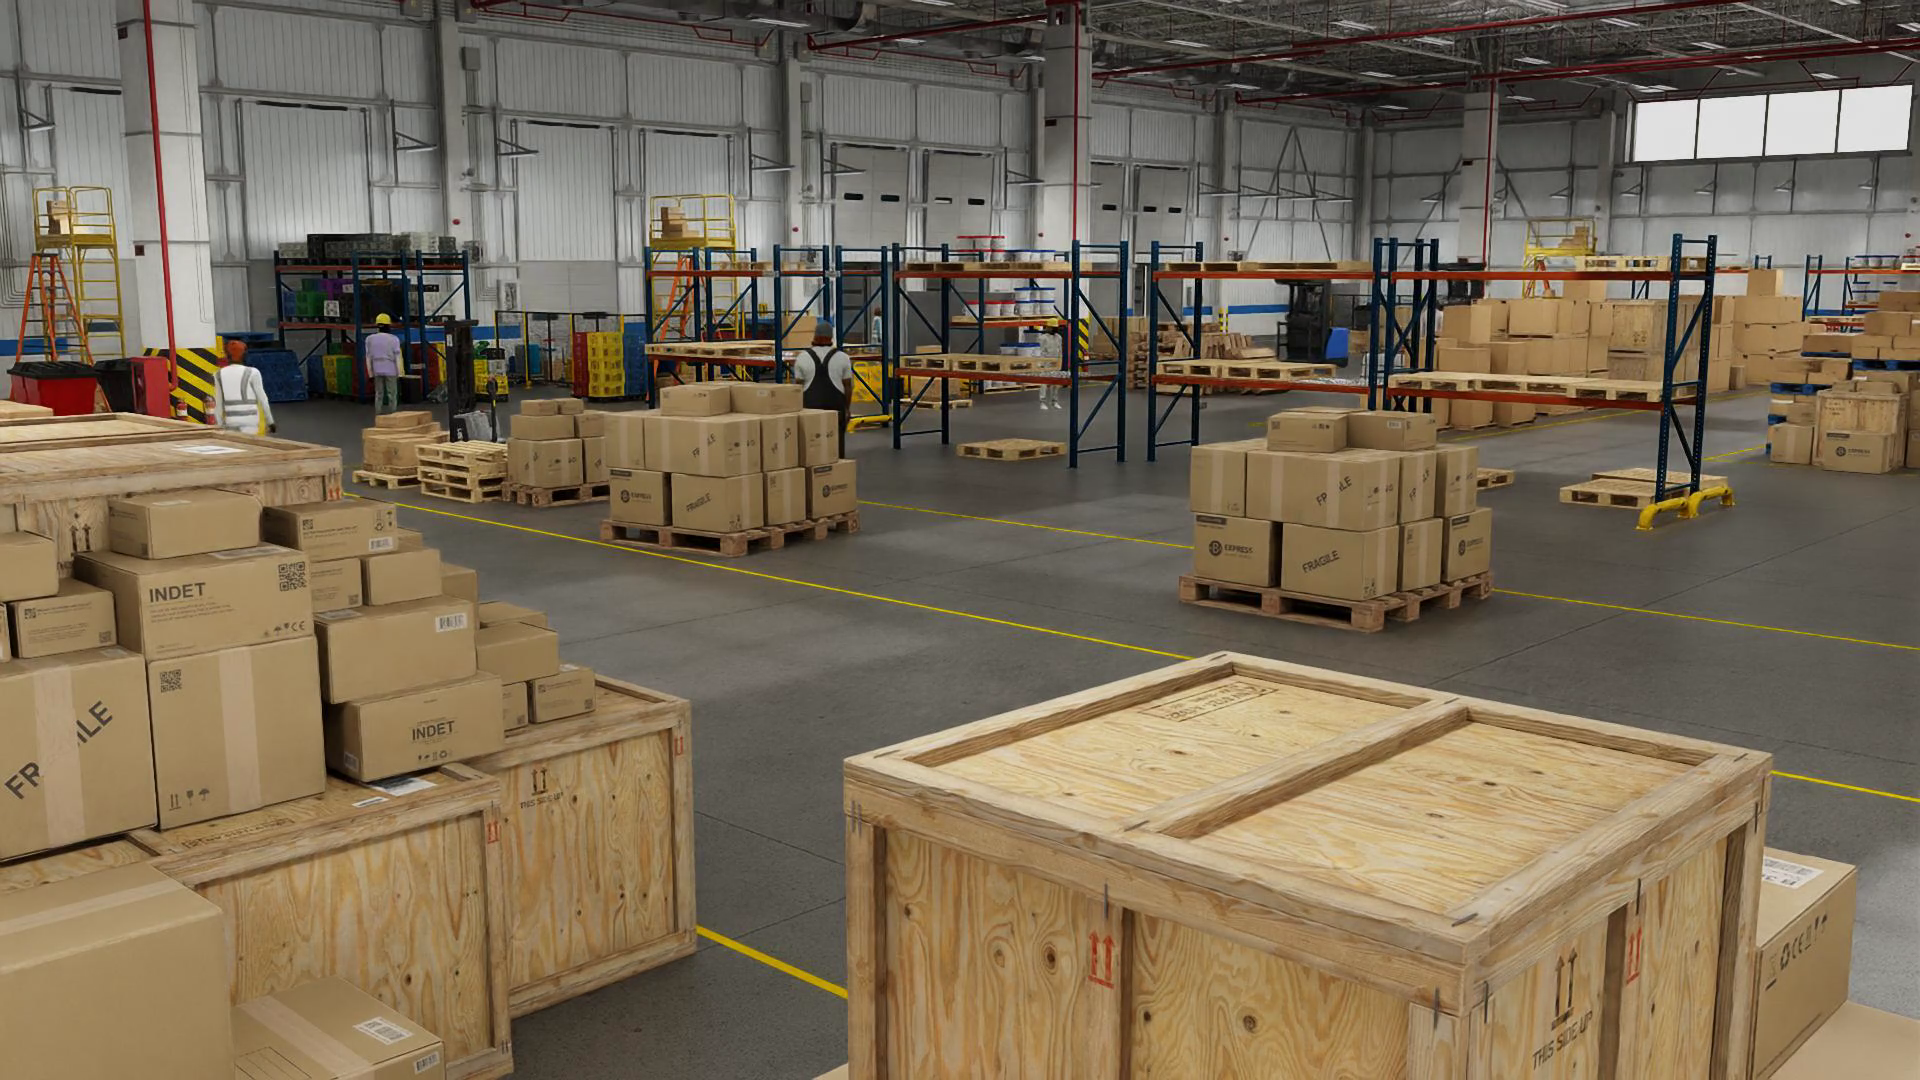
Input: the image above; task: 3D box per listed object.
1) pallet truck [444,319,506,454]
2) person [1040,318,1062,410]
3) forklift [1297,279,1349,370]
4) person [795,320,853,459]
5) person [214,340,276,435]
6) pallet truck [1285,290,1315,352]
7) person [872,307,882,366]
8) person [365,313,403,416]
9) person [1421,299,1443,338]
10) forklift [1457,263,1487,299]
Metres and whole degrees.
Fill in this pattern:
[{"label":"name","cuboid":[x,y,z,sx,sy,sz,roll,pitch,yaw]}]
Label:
[{"label":"pallet truck","cuboid":[-6.981,-1.942,22.150,1.885,1.965,0.823,1,9,9]},{"label":"person","cuboid":[1.742,-3.334,31.496,0.488,1.736,0.321,-5,11,-30]},{"label":"forklift","cuboid":[9.351,-5.927,43.884,1.873,2.768,1.129,-8,12,-41]},{"label":"person","cuboid":[-1.638,-1.652,20.240,0.688,2.000,0.536,0,9,3]},{"label":"person","cuboid":[-8.132,-1.334,18.842,0.587,1.861,0.750,3,10,15]},{"label":"pallet truck","cuboid":[11.297,-6.951,52.861,1.885,1.965,0.823,-5,11,-29]},{"label":"person","cuboid":[-2.205,-5.400,44.484,0.314,1.633,0.519,-1,9,-7]},{"label":"person","cuboid":[-9.447,-2.755,27.356,0.595,1.923,0.377,1,9,5]},{"label":"person","cuboid":[11.626,-4.964,40.874,0.627,1.935,0.371,8,12,41]},{"label":"forklift","cuboid":[14.187,-6.313,46.252,1.873,2.768,1.129,-3,10,-17]}]
